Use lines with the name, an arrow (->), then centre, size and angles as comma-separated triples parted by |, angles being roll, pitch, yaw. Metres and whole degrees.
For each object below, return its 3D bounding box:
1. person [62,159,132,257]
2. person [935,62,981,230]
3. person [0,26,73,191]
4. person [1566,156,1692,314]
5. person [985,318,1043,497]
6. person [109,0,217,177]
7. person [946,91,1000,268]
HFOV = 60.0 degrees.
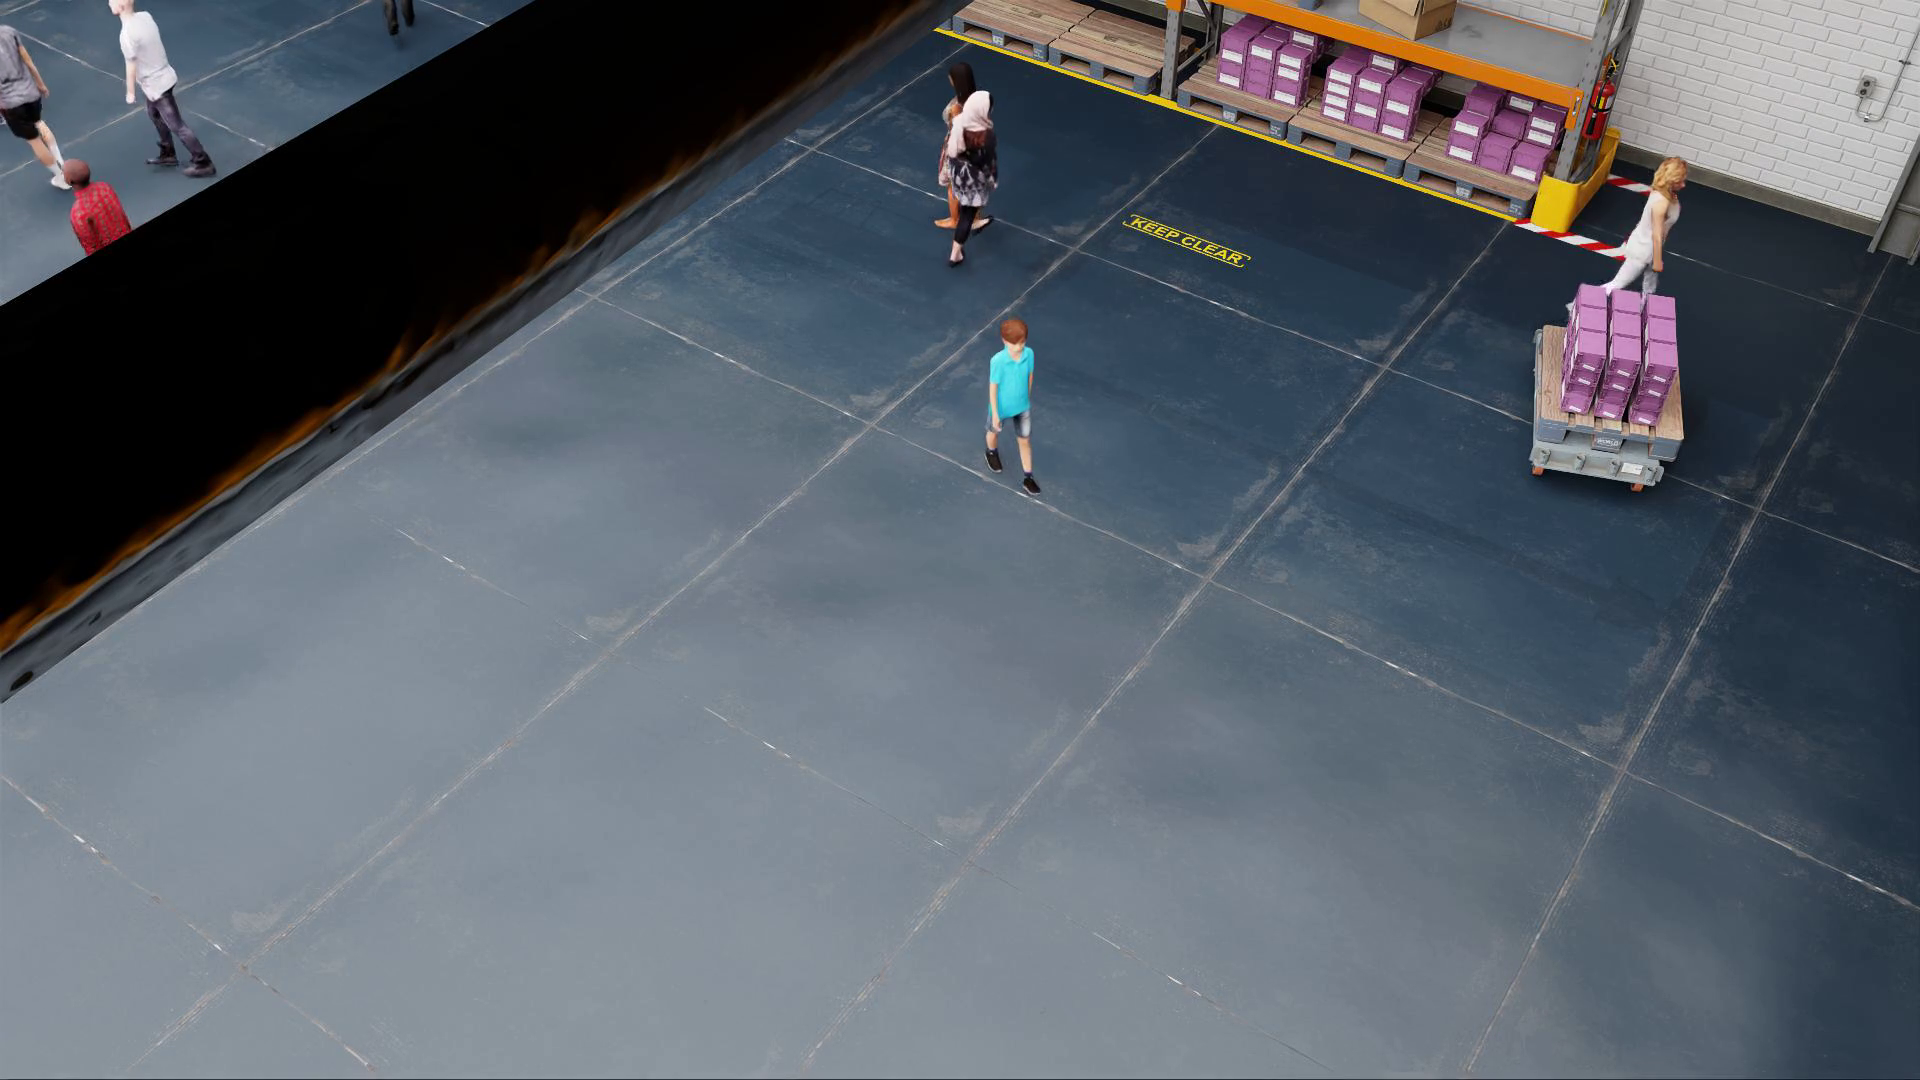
person -> -6.585, -2.180, 13.110 | 1.175, 1.797, 0.907 | 11, 45, 11
person -> 0.042, -3.402, 14.507 | 0.750, 1.638, 0.691 | 19, 47, 19
person -> -8.407, -3.948, 14.921 | 0.680, 1.857, 0.680 | 28, 50, 26
person -> 5.438, -2.370, 13.431 | 1.115, 1.629, 0.743 | 14, 45, 15
person -> 0.327, -1.051, 12.201 | 0.843, 1.416, 0.983 | -14, 45, -14
person -> -7.222, -4.143, 15.164 | 1.060, 1.805, 0.981 | -4, 44, -5
person -> 0.061, -3.032, 14.157 | 0.932, 1.585, 0.781 | 28, 50, 26
